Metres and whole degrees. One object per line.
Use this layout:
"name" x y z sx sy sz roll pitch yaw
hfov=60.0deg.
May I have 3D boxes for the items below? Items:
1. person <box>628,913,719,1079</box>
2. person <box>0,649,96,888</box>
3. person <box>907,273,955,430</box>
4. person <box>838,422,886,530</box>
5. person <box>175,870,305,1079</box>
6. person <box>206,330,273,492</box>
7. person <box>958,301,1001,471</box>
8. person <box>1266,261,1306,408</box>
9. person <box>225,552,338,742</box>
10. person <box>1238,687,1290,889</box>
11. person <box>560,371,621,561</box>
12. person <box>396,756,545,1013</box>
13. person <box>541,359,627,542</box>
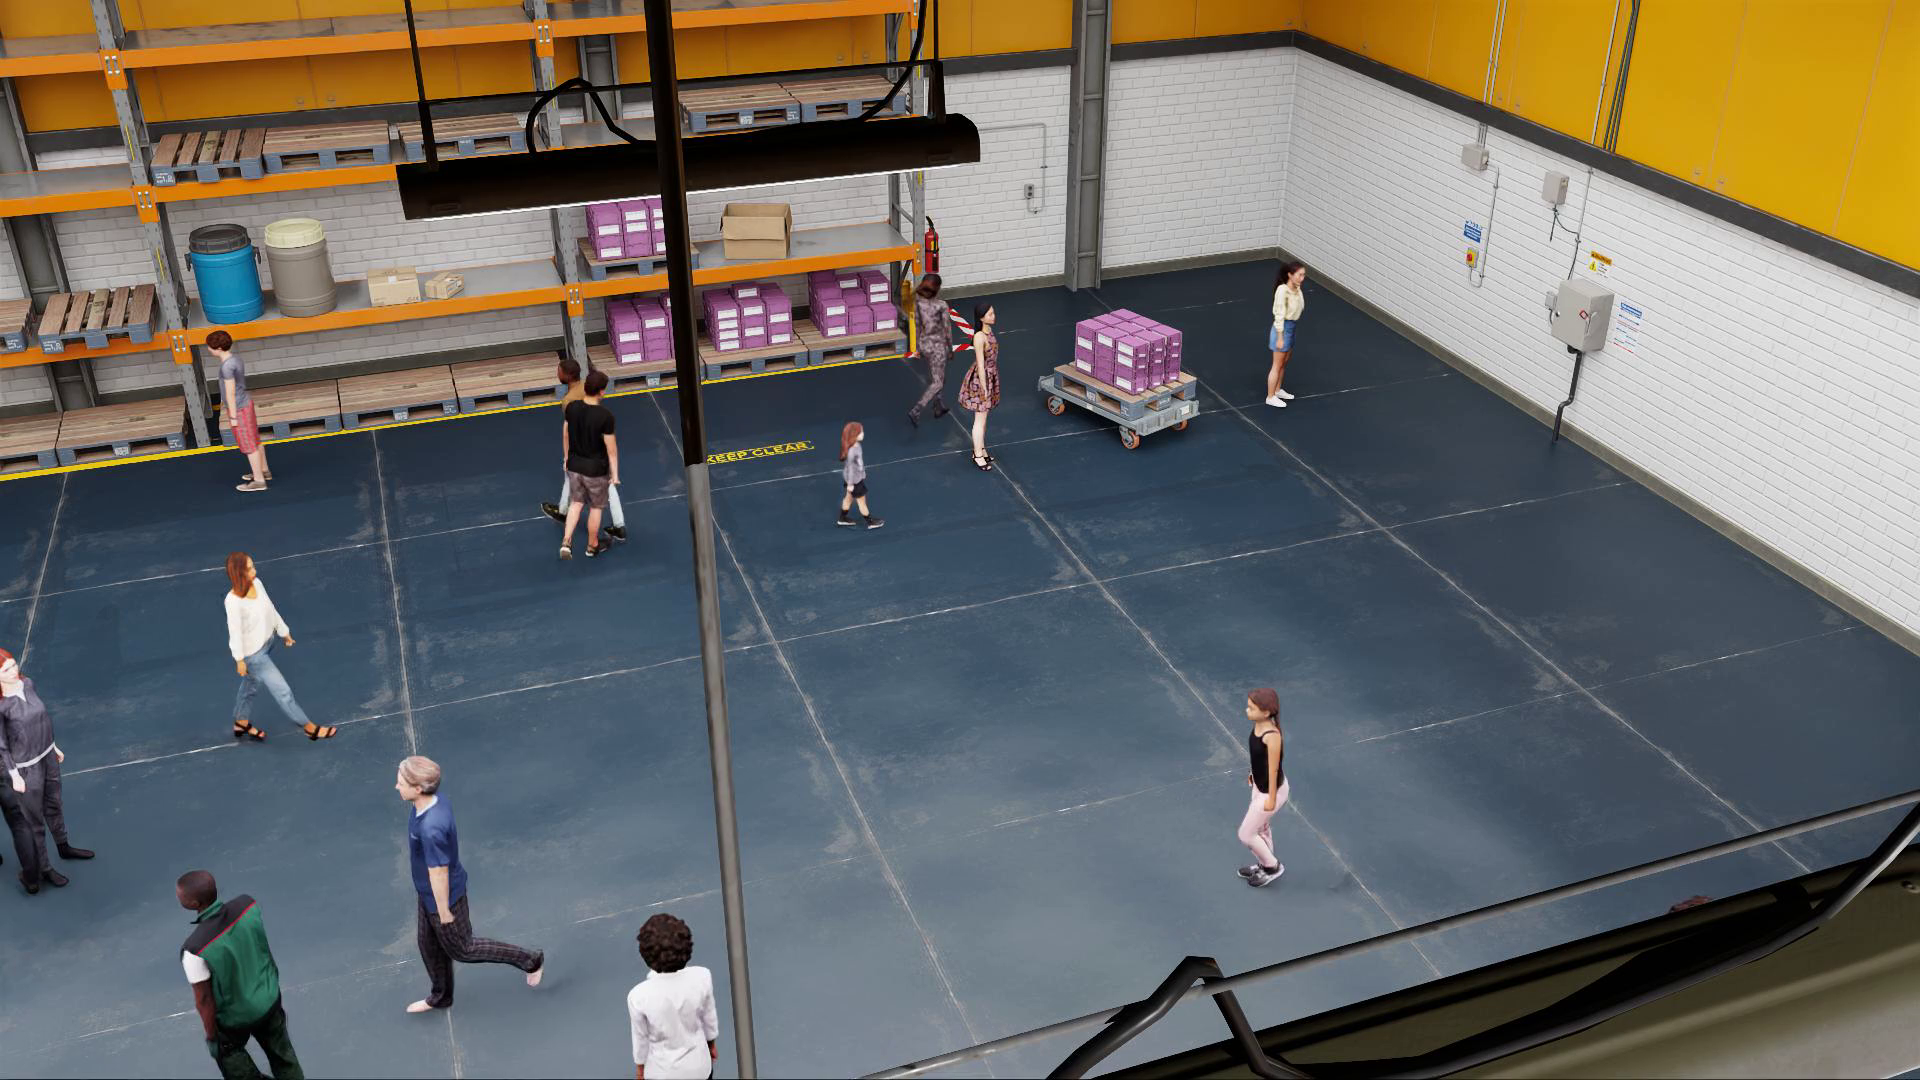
"person" -1.498 2.751 8.829 0.540 1.805 0.713 -16 32 -26
"person" -6.232 1.496 11.157 0.660 1.779 0.656 5 29 9
"person" -0.316 -1.969 17.603 0.945 1.691 1.121 18 34 30
"person" -1.050 -0.617 15.748 0.752 1.093 0.626 1 29 2
"person" -3.863 2.589 9.119 1.012 1.813 0.949 15 32 26
"person" -7.087 -1.285 16.394 0.554 1.647 0.584 -7 29 -12
"person" 0.240 -1.565 16.774 0.833 1.774 0.794 5 29 9
"person" 3.553 -2.280 18.233 0.784 1.632 0.697 17 33 28
"person" -5.367 0.837 12.509 1.137 1.642 0.892 1 29 2
"person" 2.119 1.660 11.103 0.648 1.543 0.610 -2 29 -4
"person" -3.391 -0.614 14.974 1.036 1.828 1.080 6 29 11
"person" -3.017 2.088 10.008 1.067 1.842 0.671 -10 30 -18
"person" -3.372 -0.796 15.373 1.182 1.767 1.199 18 33 29
